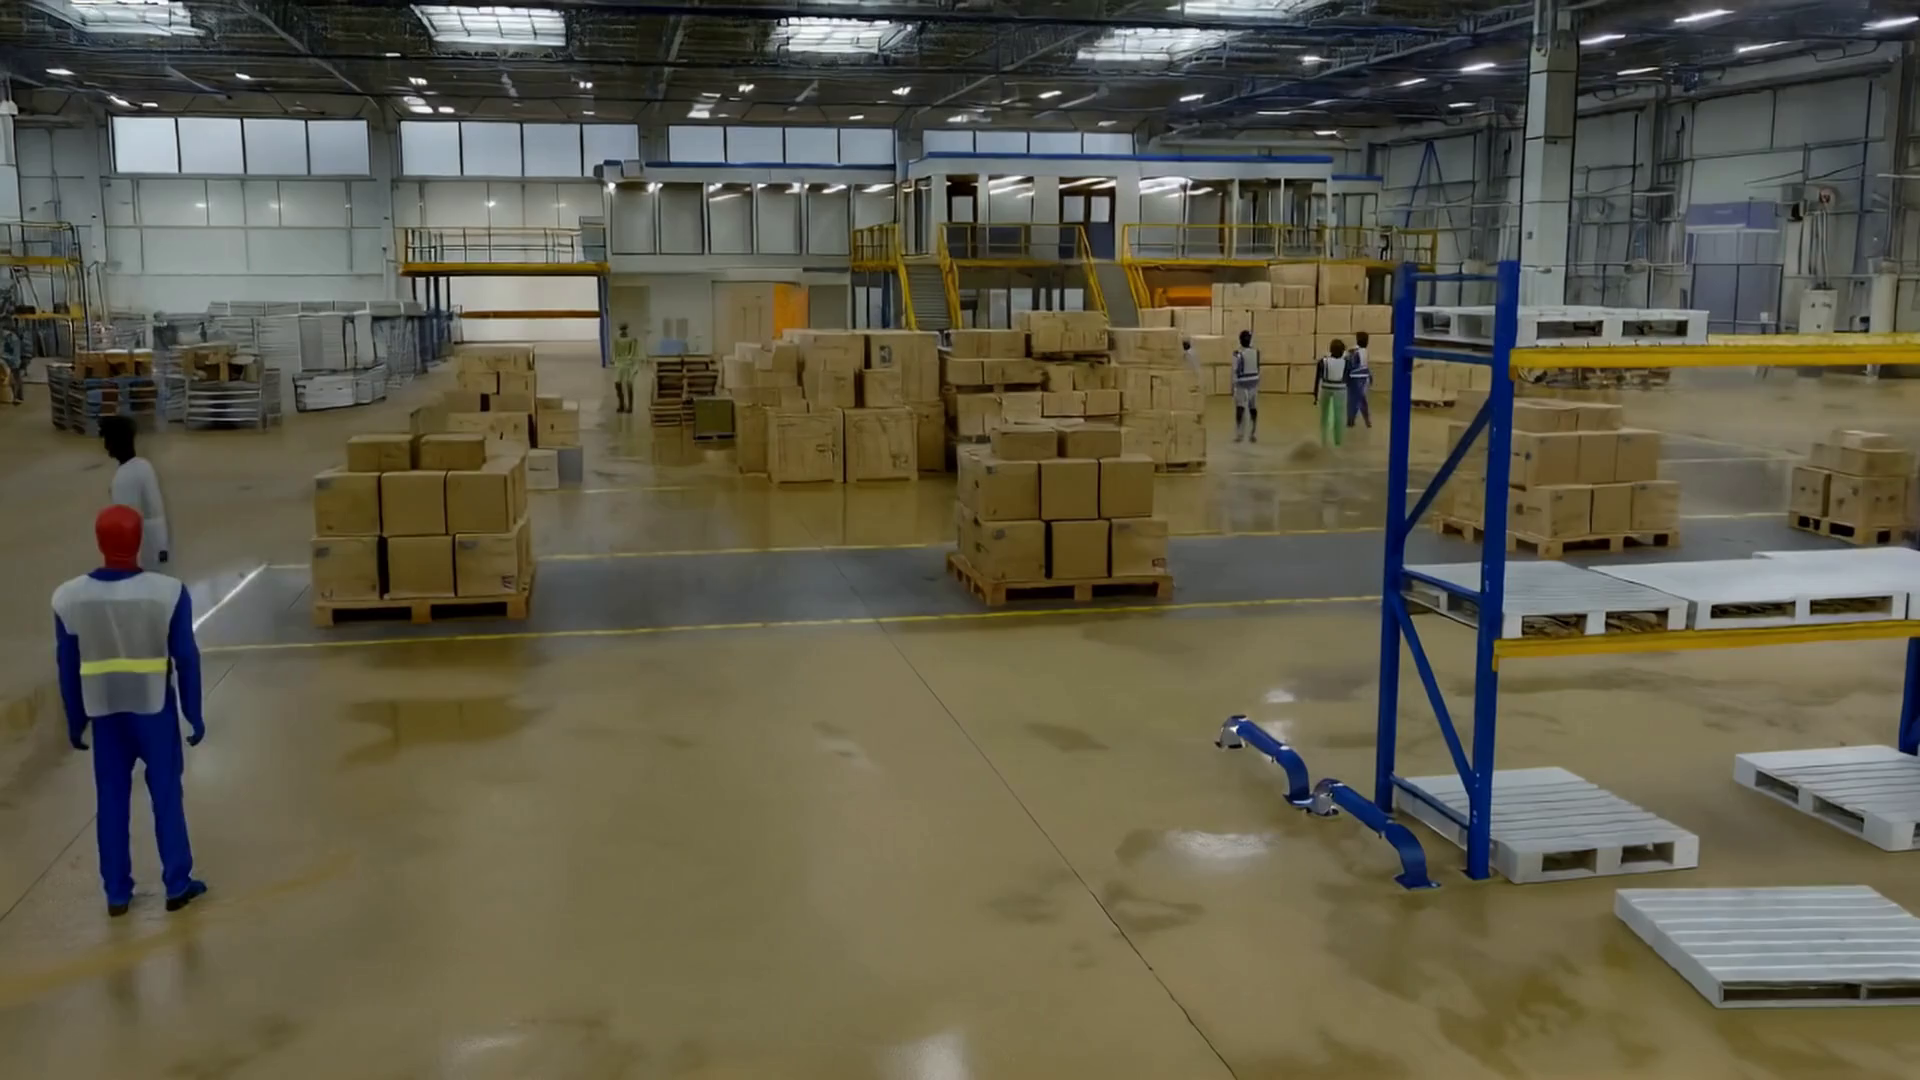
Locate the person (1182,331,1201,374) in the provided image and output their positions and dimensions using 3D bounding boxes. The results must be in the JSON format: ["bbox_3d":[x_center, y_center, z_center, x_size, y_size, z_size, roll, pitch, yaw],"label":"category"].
[{"bbox_3d":[3.913,-2.617,28.526,0.552,1.918,0.821,-6,11,-33],"label":"person"}]

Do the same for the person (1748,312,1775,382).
[{"bbox_3d":[21.103,-5.090,43.807,0.429,1.841,0.634,-4,10,-23],"label":"person"}]

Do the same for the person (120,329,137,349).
[{"bbox_3d":[-17.015,-3.456,34.147,0.318,1.742,0.492,-7,12,-37],"label":"person"}]

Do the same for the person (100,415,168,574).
[{"bbox_3d":[-6.196,0.041,12.284,0.974,1.915,0.634,-2,10,-14],"label":"person"}]

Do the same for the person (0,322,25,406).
[{"bbox_3d":[-20.572,-3.807,36.056,0.595,1.824,0.404,6,11,33],"label":"person"}]

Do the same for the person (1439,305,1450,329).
[{"bbox_3d":[14.955,-6.289,51.104,0.504,1.847,0.345,4,10,24],"label":"person"}]

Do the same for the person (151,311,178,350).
[{"bbox_3d":[-18.698,-4.399,39.170,0.634,1.979,0.672,0,9,-1],"label":"person"}]

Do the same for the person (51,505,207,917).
[{"bbox_3d":[-3.825,0.797,7.702,0.604,1.921,0.377,-2,10,-13],"label":"person"}]

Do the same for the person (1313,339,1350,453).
[{"bbox_3d":[6.046,-2.332,26.999,0.643,1.835,0.926,-1,9,-4],"label":"person"}]

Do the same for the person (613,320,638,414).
[{"bbox_3d":[-6.848,-3.523,34.021,0.547,1.913,0.657,1,9,6],"label":"person"}]

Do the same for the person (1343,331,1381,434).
[{"bbox_3d":[7.311,-2.830,29.995,0.896,1.848,0.611,8,12,41],"label":"person"}]

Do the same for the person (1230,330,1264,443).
[{"bbox_3d":[4.908,-2.627,28.521,0.601,1.940,0.415,-4,10,-23],"label":"person"}]
